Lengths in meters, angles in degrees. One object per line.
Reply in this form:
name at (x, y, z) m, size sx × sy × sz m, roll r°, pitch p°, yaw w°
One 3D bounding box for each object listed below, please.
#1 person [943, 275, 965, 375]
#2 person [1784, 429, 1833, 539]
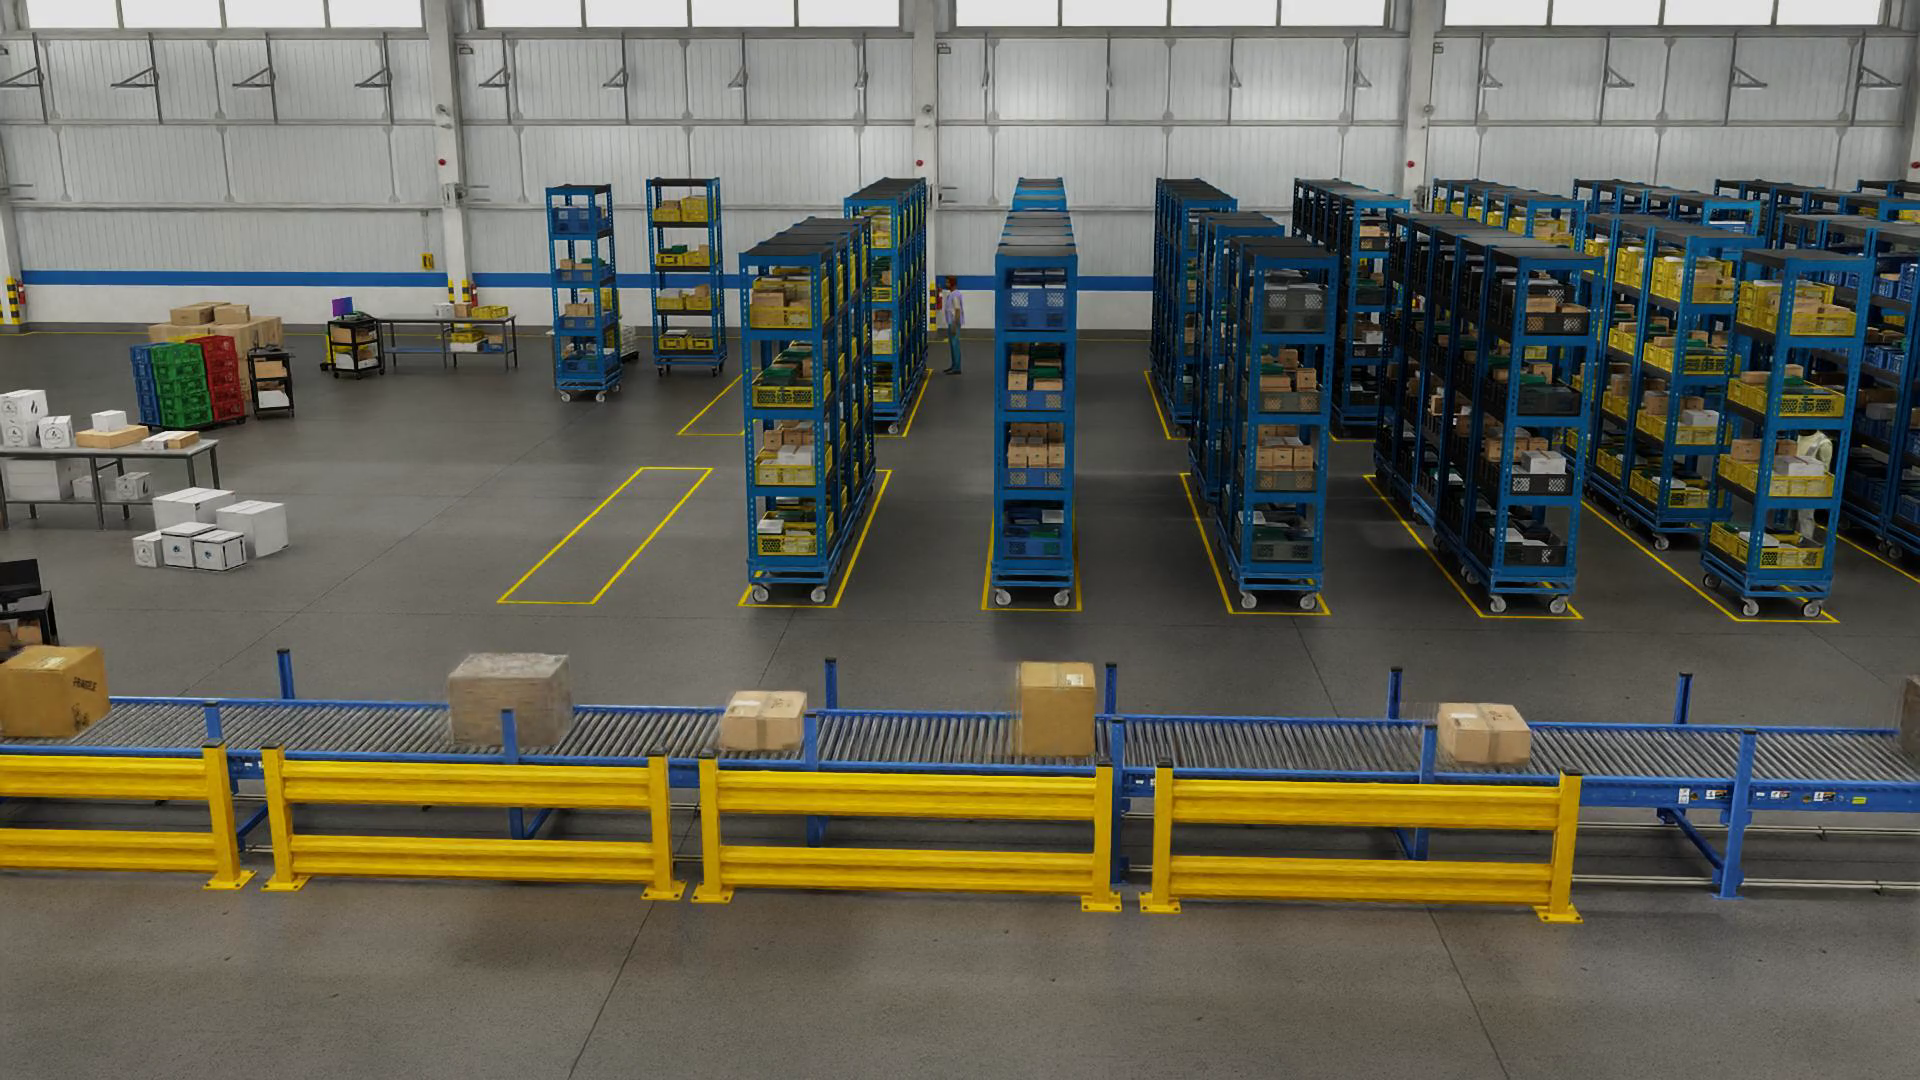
person at (-0.108, -3.995, 30.874) m, size 0.377 × 1.842 × 0.570 m, roll -2°, pitch 15°, yaw -8°
person at (9.217, -0.593, 18.258) m, size 0.403 × 1.837 × 0.591 m, roll -5°, pitch 16°, yaw -17°
